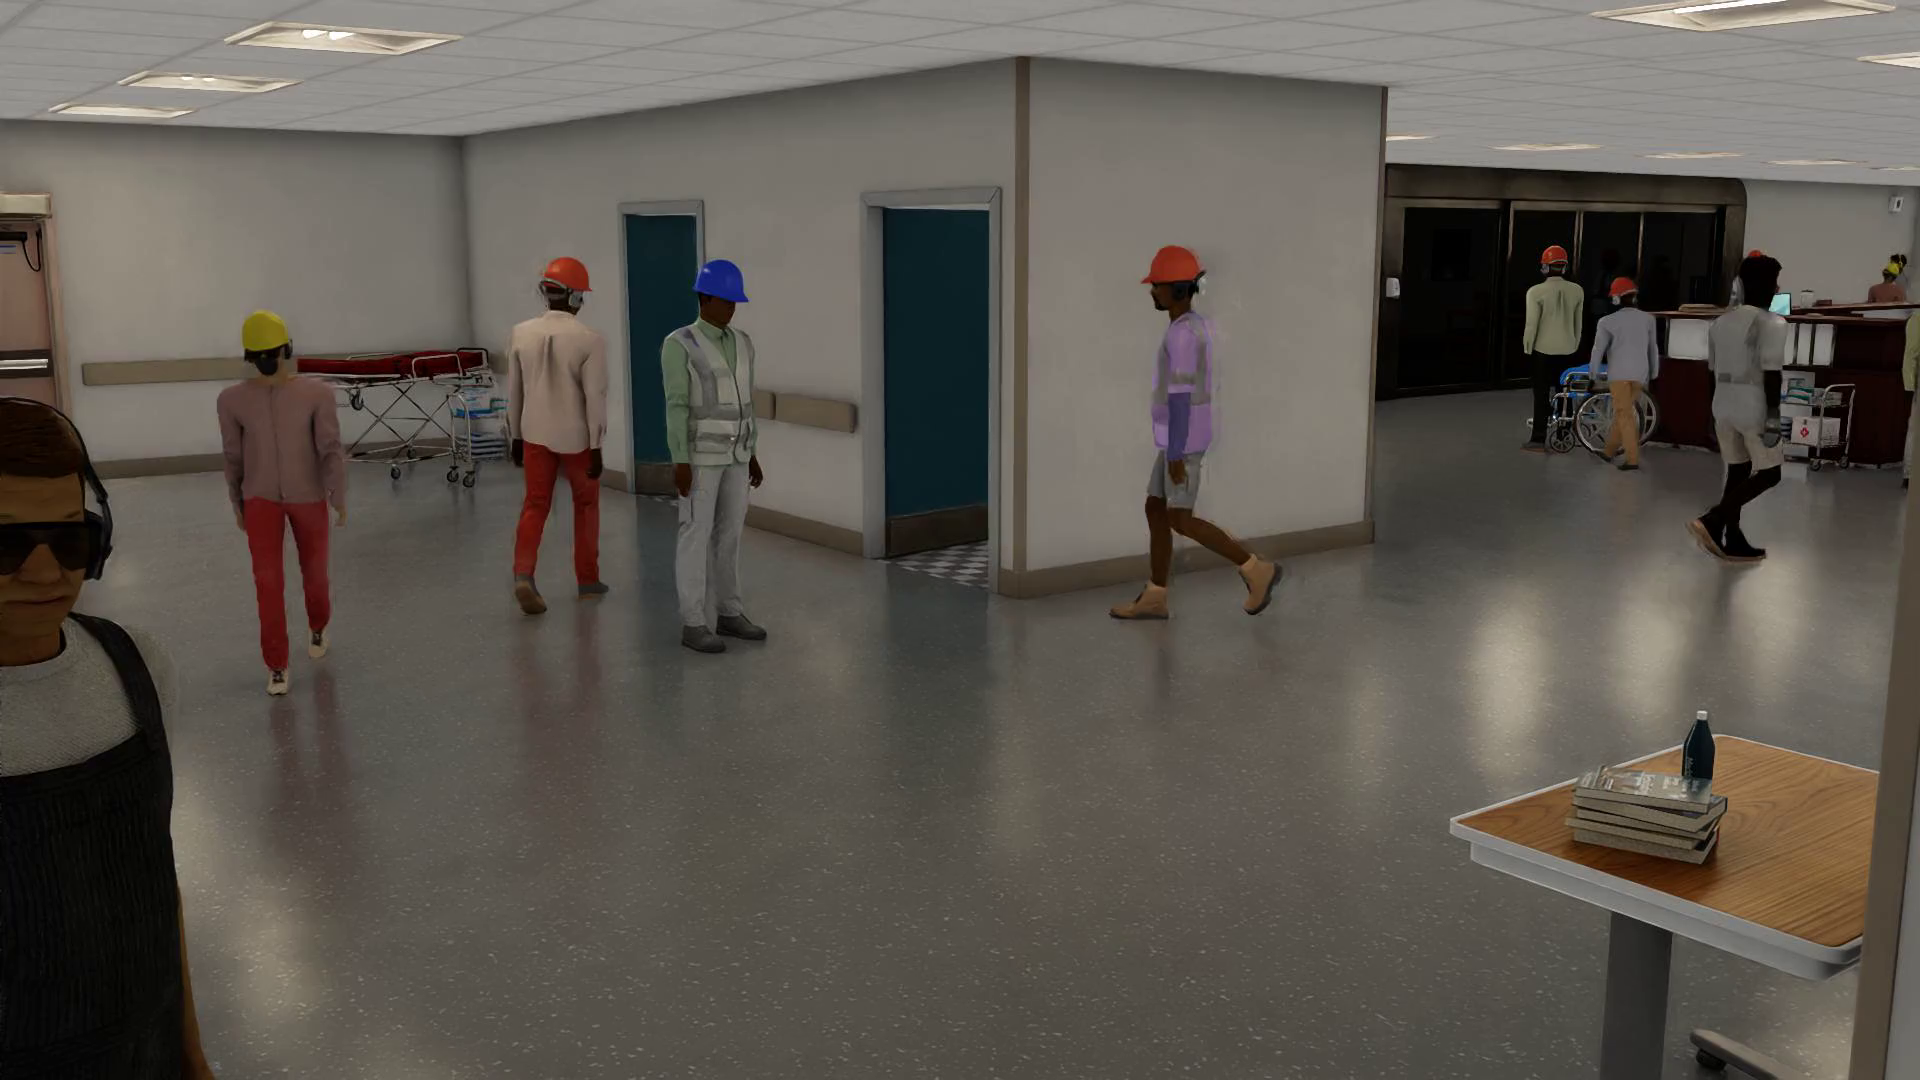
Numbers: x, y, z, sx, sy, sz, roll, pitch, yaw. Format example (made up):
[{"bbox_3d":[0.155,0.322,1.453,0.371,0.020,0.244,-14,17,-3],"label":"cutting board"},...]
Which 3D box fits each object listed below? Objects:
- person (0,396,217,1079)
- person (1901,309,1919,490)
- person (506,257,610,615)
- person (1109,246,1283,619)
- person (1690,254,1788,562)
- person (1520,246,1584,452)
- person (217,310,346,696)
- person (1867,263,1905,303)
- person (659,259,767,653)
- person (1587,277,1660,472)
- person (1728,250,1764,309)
[{"bbox_3d":[-1.148,0.739,2.095,0.326,1.842,0.516,4,11,21],"label":"person"},{"bbox_3d":[7.989,-1.290,13.547,0.599,1.822,0.416,0,10,2],"label":"person"},{"bbox_3d":[-2.238,-0.567,9.151,0.625,1.970,0.917,2,10,12],"label":"person"},{"bbox_3d":[1.262,-0.534,8.783,0.834,2.019,0.605,2,10,10],"label":"person"},{"bbox_3d":[4.880,-0.804,10.412,0.545,1.952,0.615,-2,10,-13],"label":"person"},{"bbox_3d":[5.726,-1.843,16.133,0.612,1.996,0.388,-2,10,-12],"label":"person"},{"bbox_3d":[-3.140,-0.212,7.748,0.524,1.730,0.838,-4,11,-20],"label":"person"},{"bbox_3d":[14.122,-3.374,25.480,0.856,1.727,0.527,-7,12,-35],"label":"person"},{"bbox_3d":[-1.220,-0.423,8.329,0.394,1.942,0.601,7,12,34],"label":"person"},{"bbox_3d":[5.909,-1.492,14.940,0.580,1.708,0.852,-3,11,-16],"label":"person"},{"bbox_3d":[11.521,-3.265,24.297,0.624,1.923,0.404,4,11,21],"label":"person"}]
